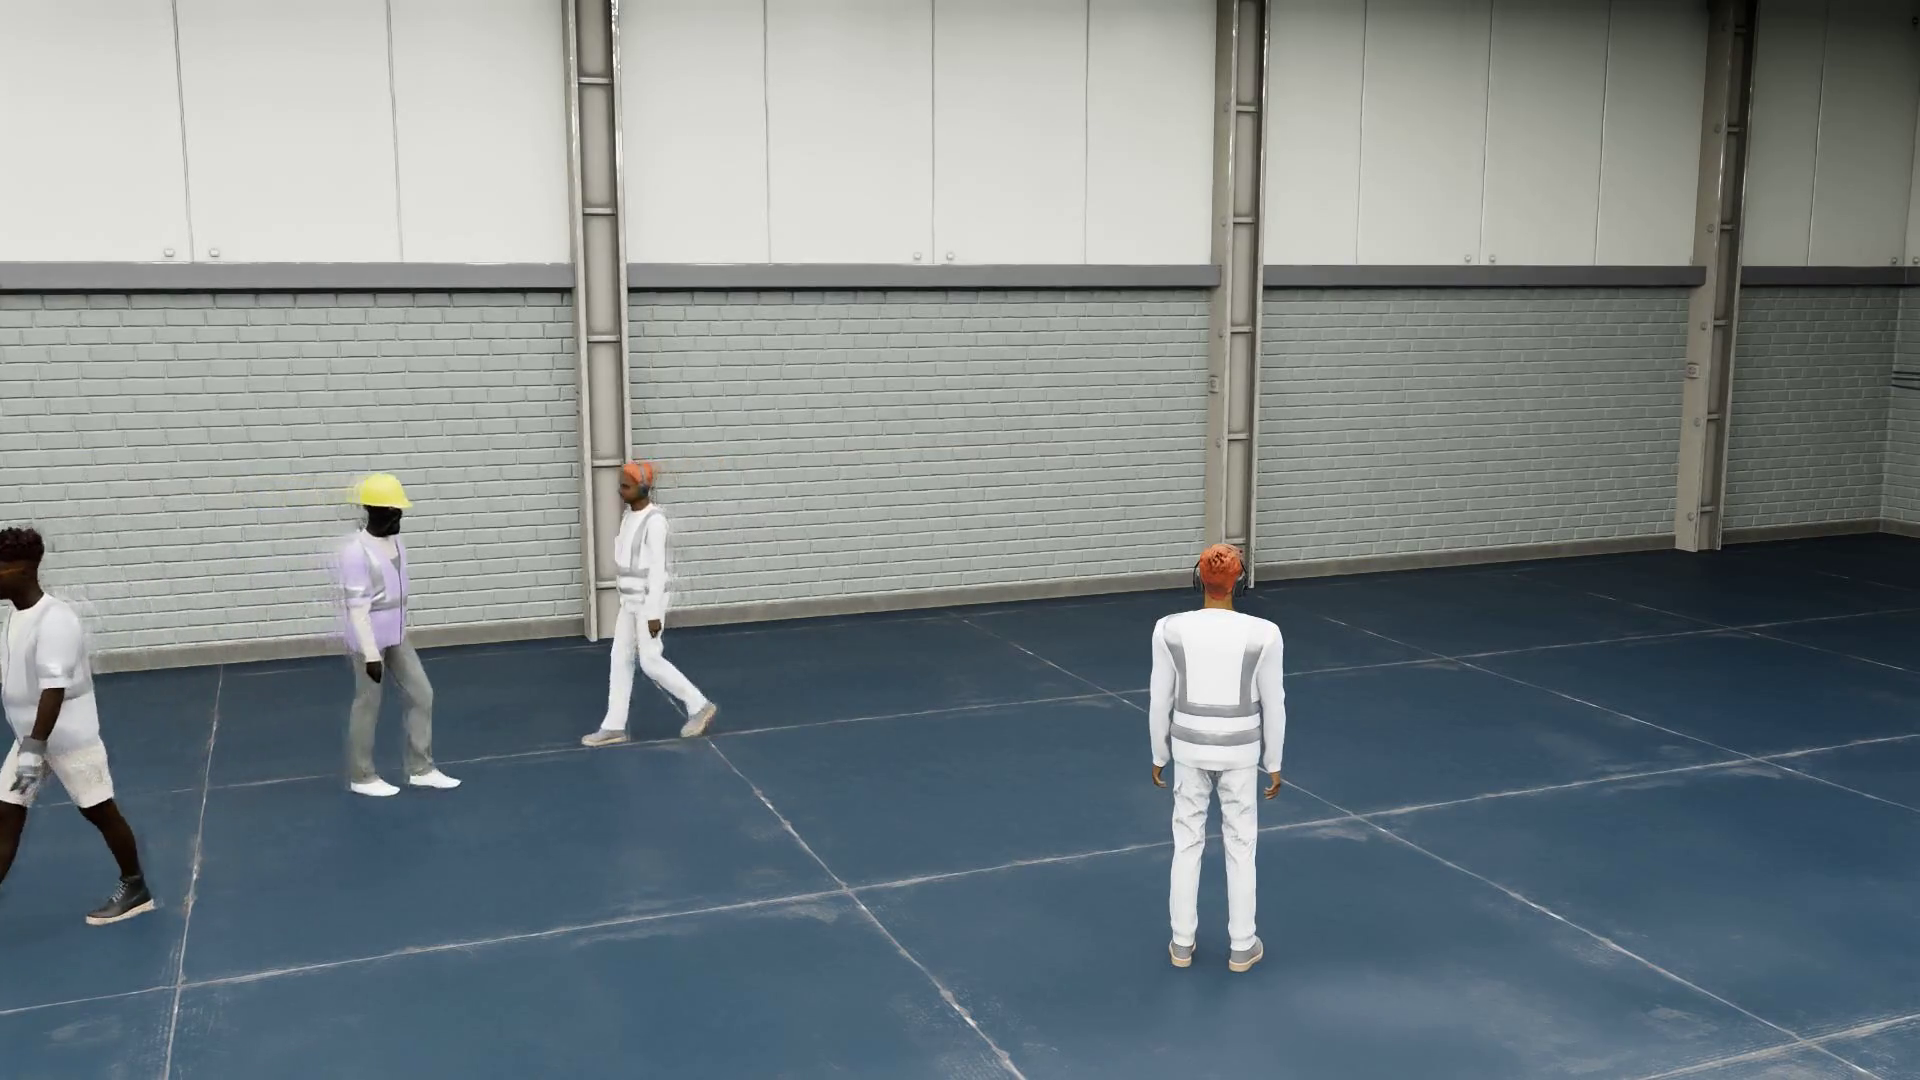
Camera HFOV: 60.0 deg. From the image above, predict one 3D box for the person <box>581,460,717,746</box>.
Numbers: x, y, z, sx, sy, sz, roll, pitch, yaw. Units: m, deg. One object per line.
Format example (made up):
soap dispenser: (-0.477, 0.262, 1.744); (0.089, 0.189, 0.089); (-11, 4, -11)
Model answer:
person: (-2.031, 0.404, 10.759); (0.830, 1.859, 0.593); (-5, 10, -30)

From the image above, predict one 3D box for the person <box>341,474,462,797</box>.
person: (-3.234, 0.565, 9.581); (0.767, 1.899, 0.621); (2, 9, 10)

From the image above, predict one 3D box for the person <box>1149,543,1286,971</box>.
person: (1.120, 0.947, 7.261); (0.584, 1.882, 0.346); (2, 9, 14)

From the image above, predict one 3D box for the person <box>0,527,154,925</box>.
person: (-4.216, 0.894, 7.528); (0.613, 1.900, 1.029); (7, 11, 36)
